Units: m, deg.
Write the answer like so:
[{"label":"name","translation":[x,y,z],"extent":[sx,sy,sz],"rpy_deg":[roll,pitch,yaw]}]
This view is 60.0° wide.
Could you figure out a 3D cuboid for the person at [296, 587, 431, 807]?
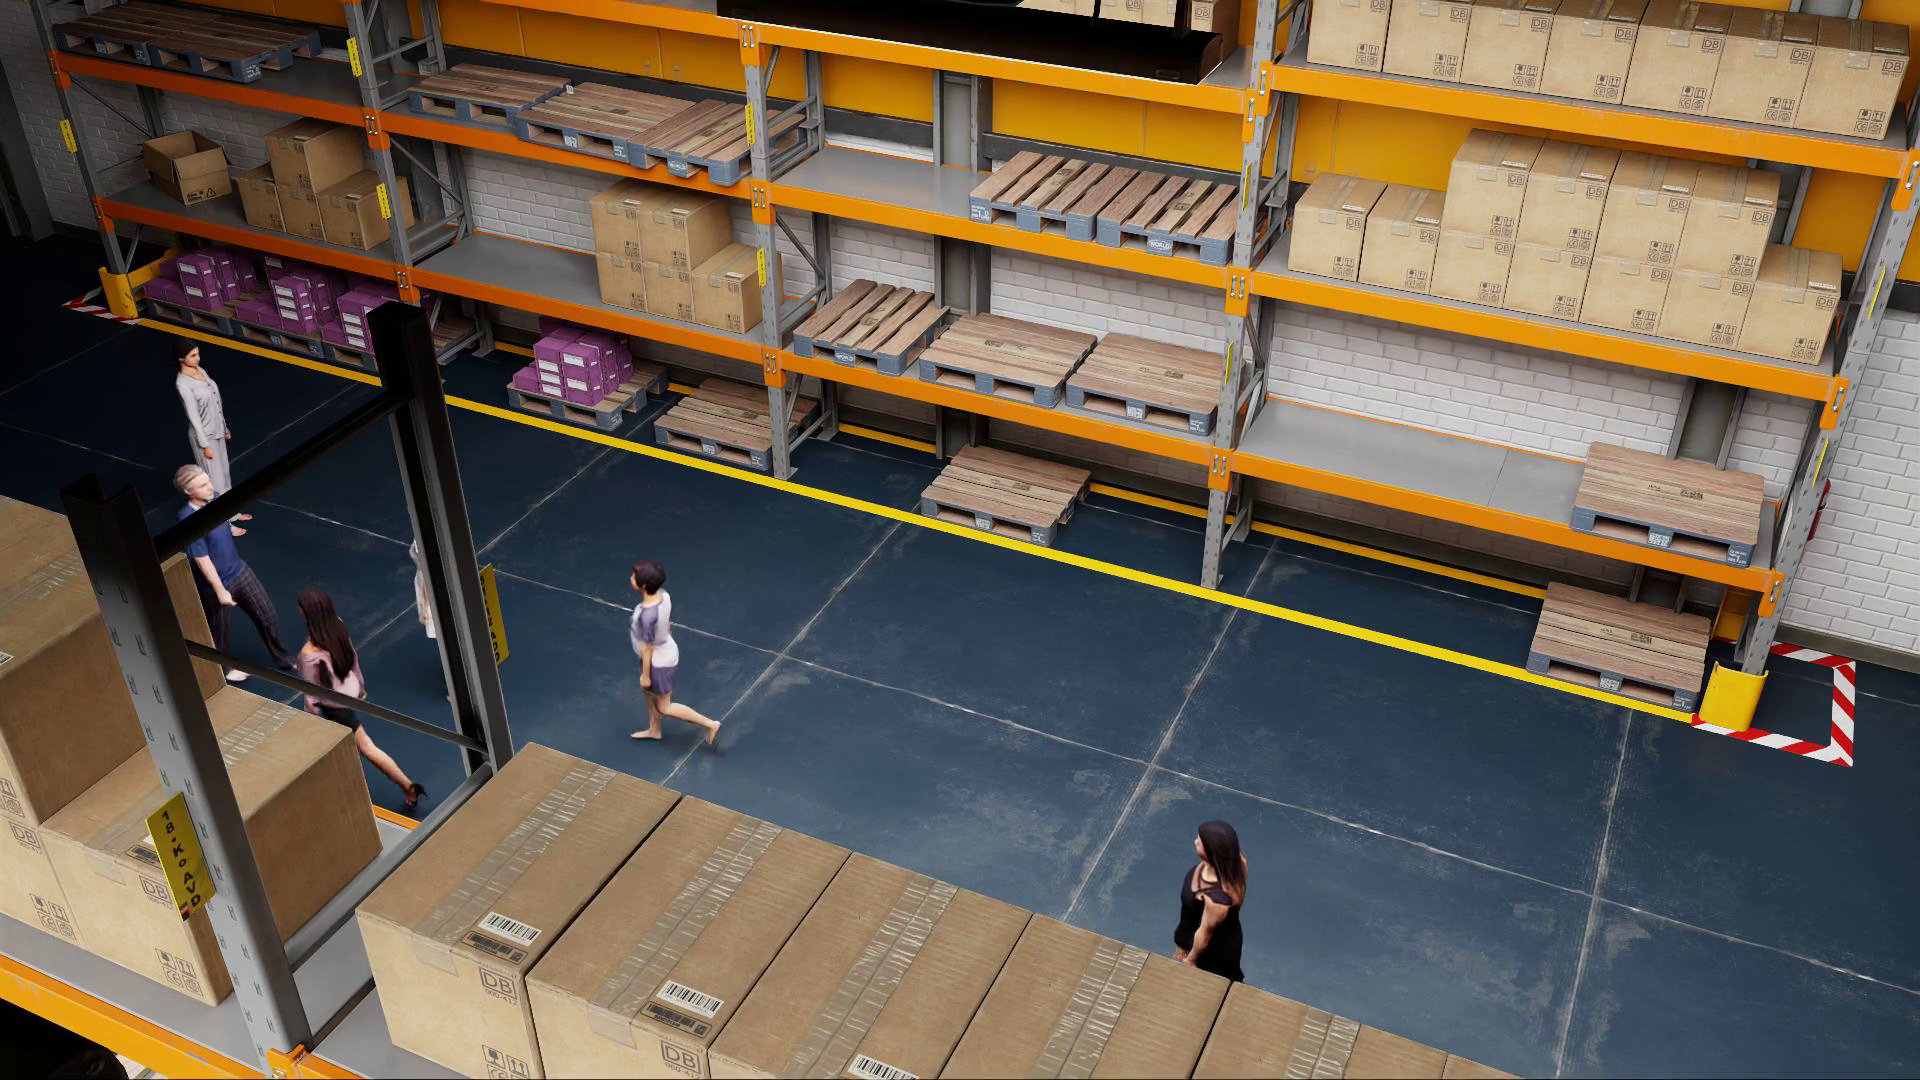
[{"label":"person","translation":[-3.947,1.099,10.829],"extent":[1.156,1.772,0.858],"rpy_deg":[5,34,7]}]

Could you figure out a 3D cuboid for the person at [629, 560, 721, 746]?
[{"label":"person","translation":[-2.016,0.820,11.454],"extent":[0.991,1.544,0.787],"rpy_deg":[2,34,3]}]

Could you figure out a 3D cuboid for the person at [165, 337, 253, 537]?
[{"label":"person","translation":[-6.245,-0.863,13.778],"extent":[0.698,1.775,0.680],"rpy_deg":[-3,34,-4]}]

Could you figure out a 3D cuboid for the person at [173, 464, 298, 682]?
[{"label":"person","translation":[-5.424,0.275,12.006],"extent":[1.008,1.841,0.777],"rpy_deg":[9,35,13]}]
